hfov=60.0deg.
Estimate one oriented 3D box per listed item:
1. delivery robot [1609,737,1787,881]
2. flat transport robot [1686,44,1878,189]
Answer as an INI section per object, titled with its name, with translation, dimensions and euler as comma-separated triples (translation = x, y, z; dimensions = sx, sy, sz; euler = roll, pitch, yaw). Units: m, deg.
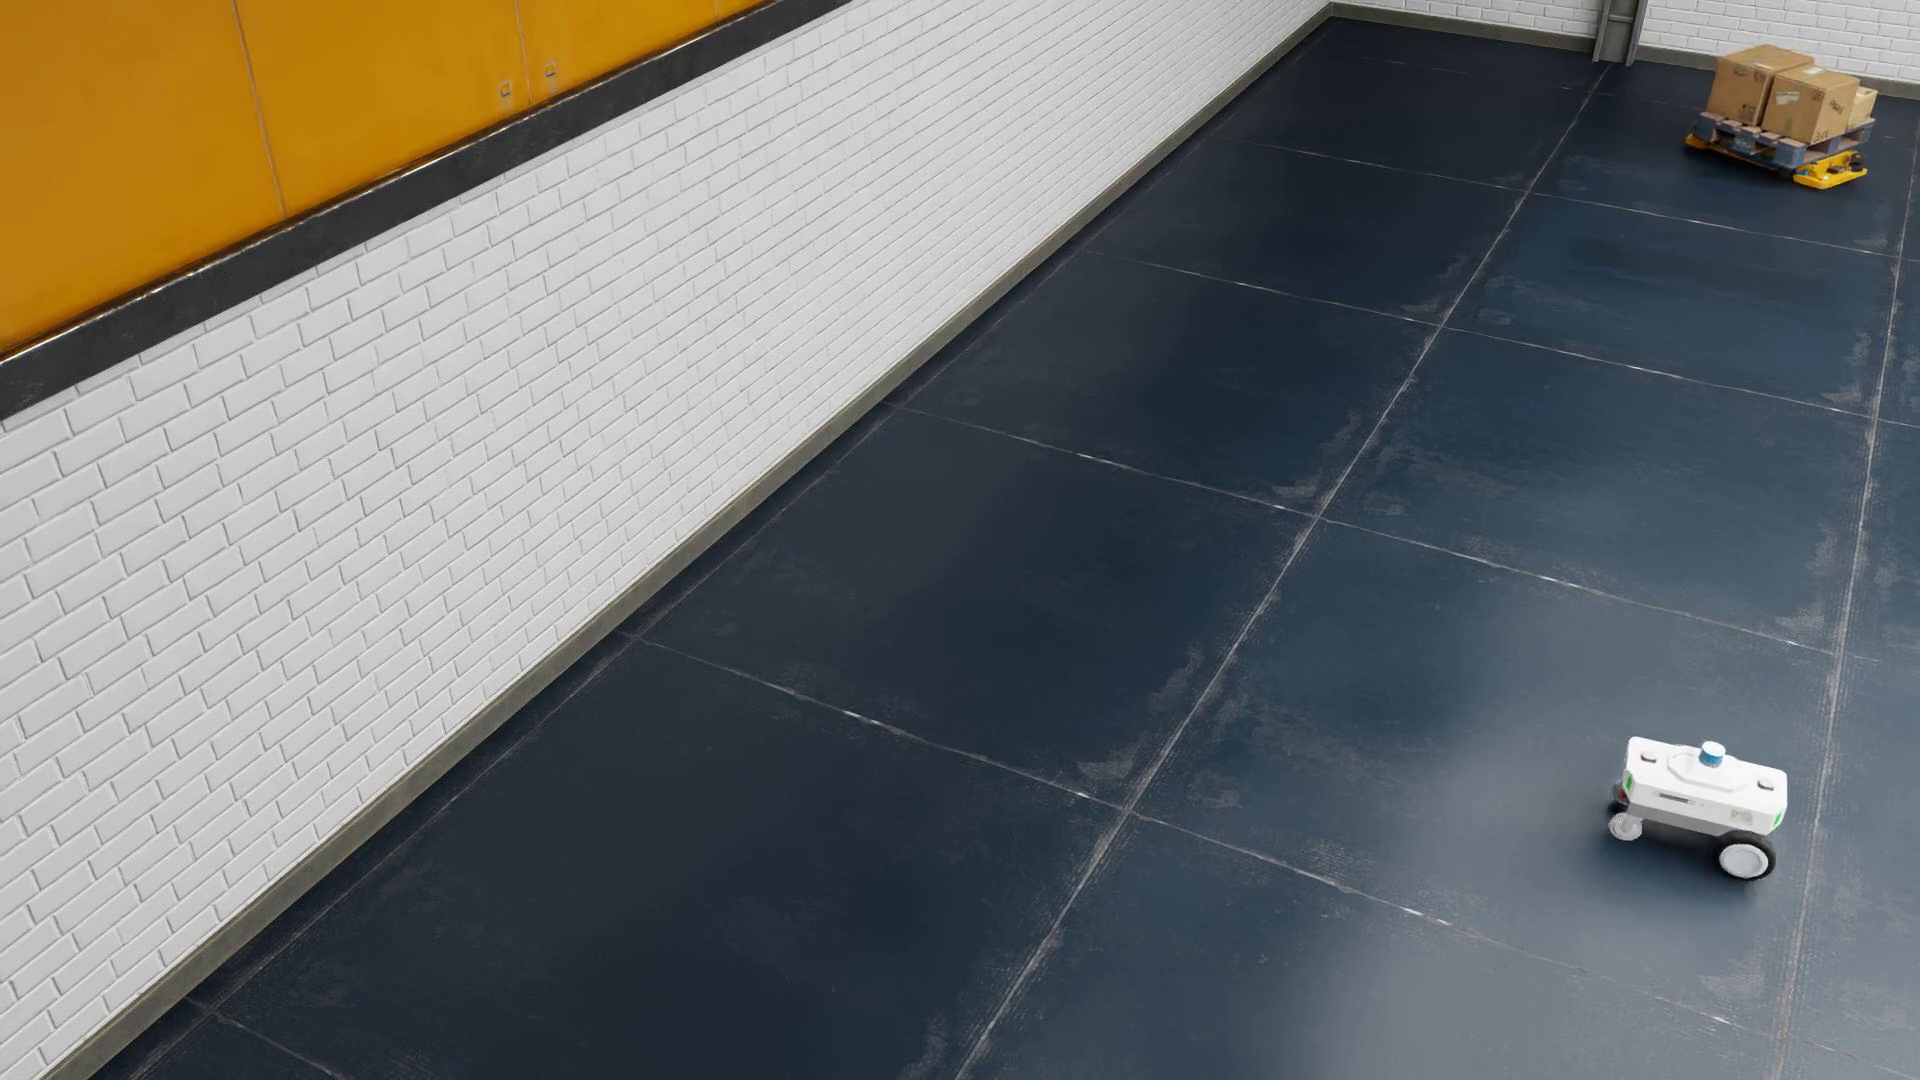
[delivery robot]
translation = 3.531, 1.229, 7.909
dimensions = 0.814, 0.612, 0.499
euler = 13, 36, 18
[flat transport robot]
translation = 7.513, -3.586, 15.313
dimensions = 0.659, 0.231, 1.431
euler = -21, 39, -28
